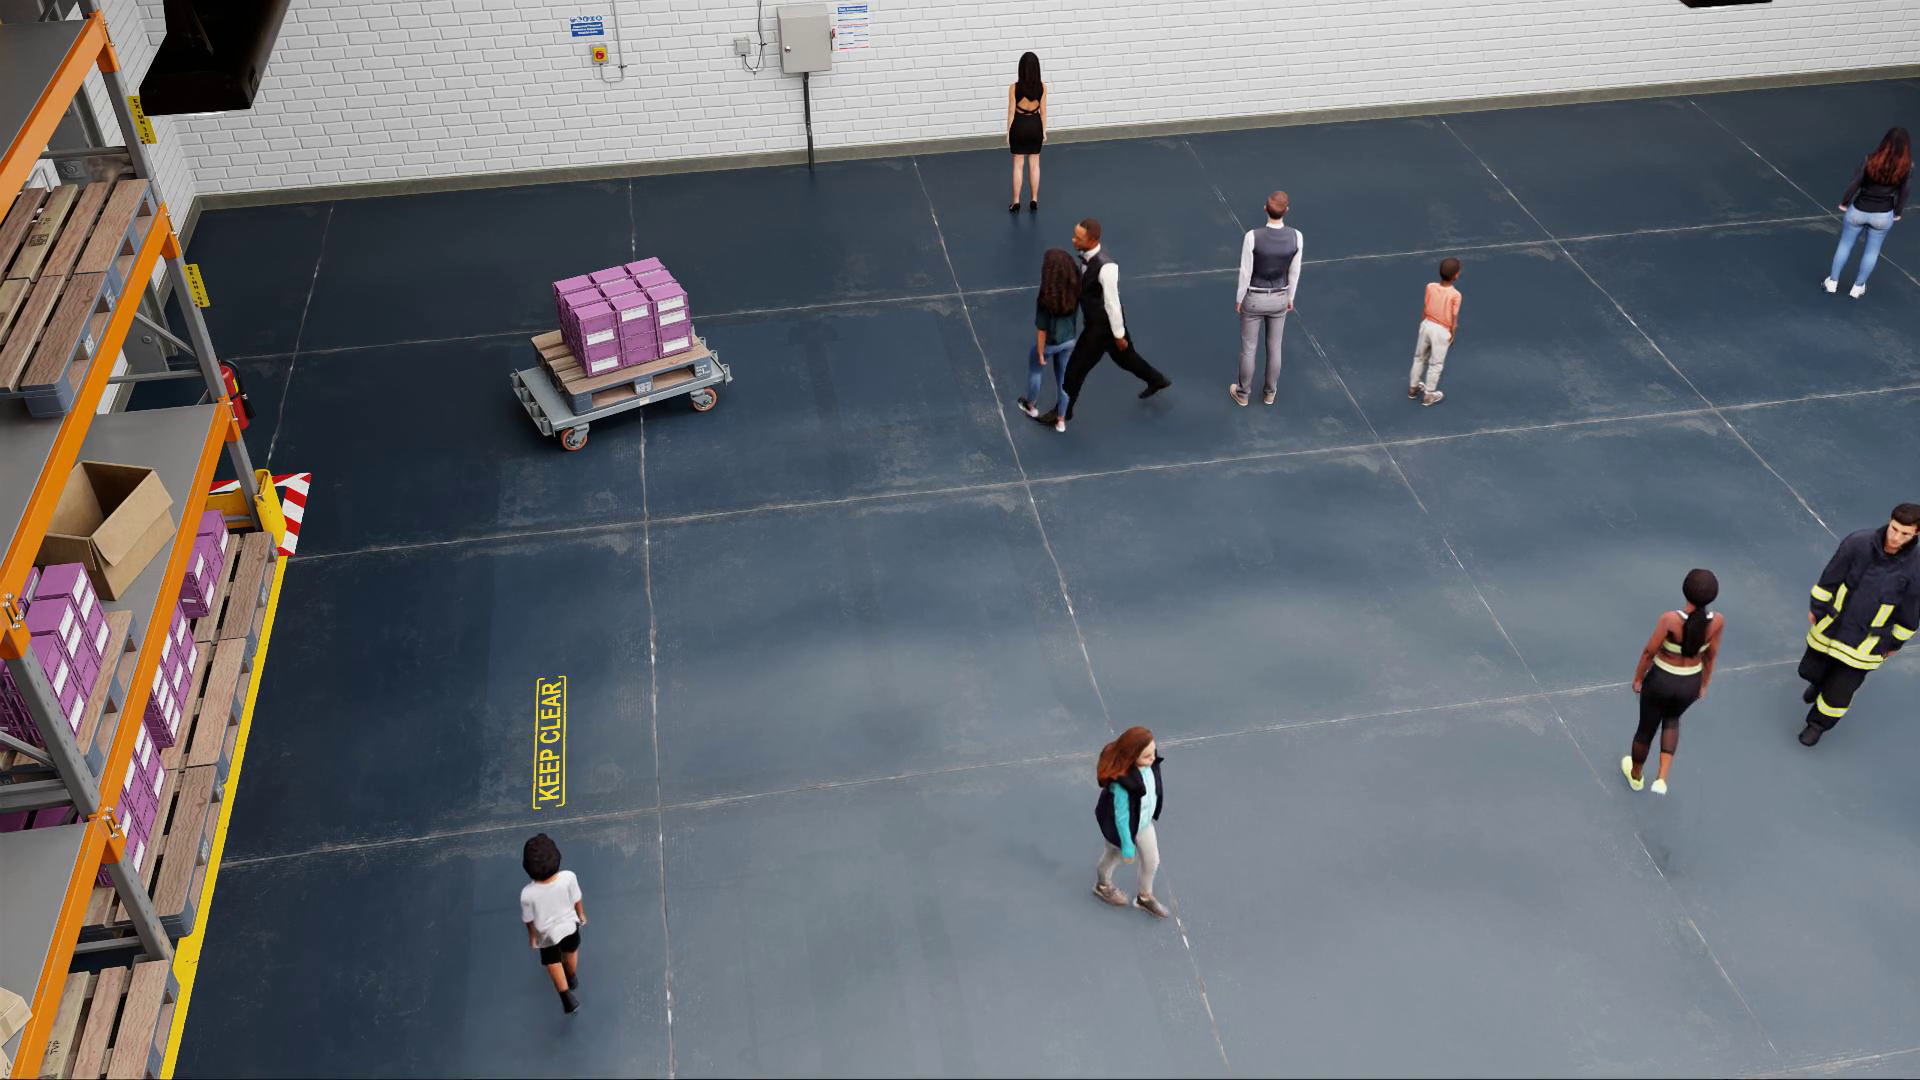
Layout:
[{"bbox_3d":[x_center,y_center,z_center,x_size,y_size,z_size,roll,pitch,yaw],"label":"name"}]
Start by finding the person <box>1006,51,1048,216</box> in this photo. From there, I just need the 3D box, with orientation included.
[{"bbox_3d":[0.657,-3.992,16.369,0.547,1.646,0.477,-6,39,-7],"label":"person"}]

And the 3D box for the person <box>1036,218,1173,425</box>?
[{"bbox_3d":[1.253,-1.746,13.401,0.810,1.840,1.356,-7,39,-8],"label":"person"}]

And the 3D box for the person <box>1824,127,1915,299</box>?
[{"bbox_3d":[8.272,-2.977,15.110,0.748,1.630,0.760,19,42,22],"label":"person"}]

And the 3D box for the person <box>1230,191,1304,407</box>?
[{"bbox_3d":[2.504,-1.974,13.607,0.681,1.938,0.605,-2,39,-2],"label":"person"}]

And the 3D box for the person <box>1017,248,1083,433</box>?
[{"bbox_3d":[0.813,-1.568,13.370,0.732,1.600,0.864,-18,42,-21],"label":"person"}]

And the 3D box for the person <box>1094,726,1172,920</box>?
[{"bbox_3d":[0.903,1.582,9.522,0.862,1.480,0.800,25,45,28],"label":"person"}]

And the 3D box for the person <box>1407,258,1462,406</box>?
[{"bbox_3d":[3.951,-1.737,13.818,0.605,1.306,0.528,-30,47,-32],"label":"person"}]

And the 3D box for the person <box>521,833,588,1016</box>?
[{"bbox_3d":[-2.185,2.107,9.049,0.620,1.251,0.783,-19,42,-22],"label":"person"}]

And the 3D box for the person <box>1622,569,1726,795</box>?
[{"bbox_3d":[4.345,0.945,10.107,0.691,1.746,0.793,4,39,5],"label":"person"}]

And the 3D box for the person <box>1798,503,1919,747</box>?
[{"bbox_3d":[5.736,0.477,10.557,1.066,1.916,0.998,-32,48,-33],"label":"person"}]
